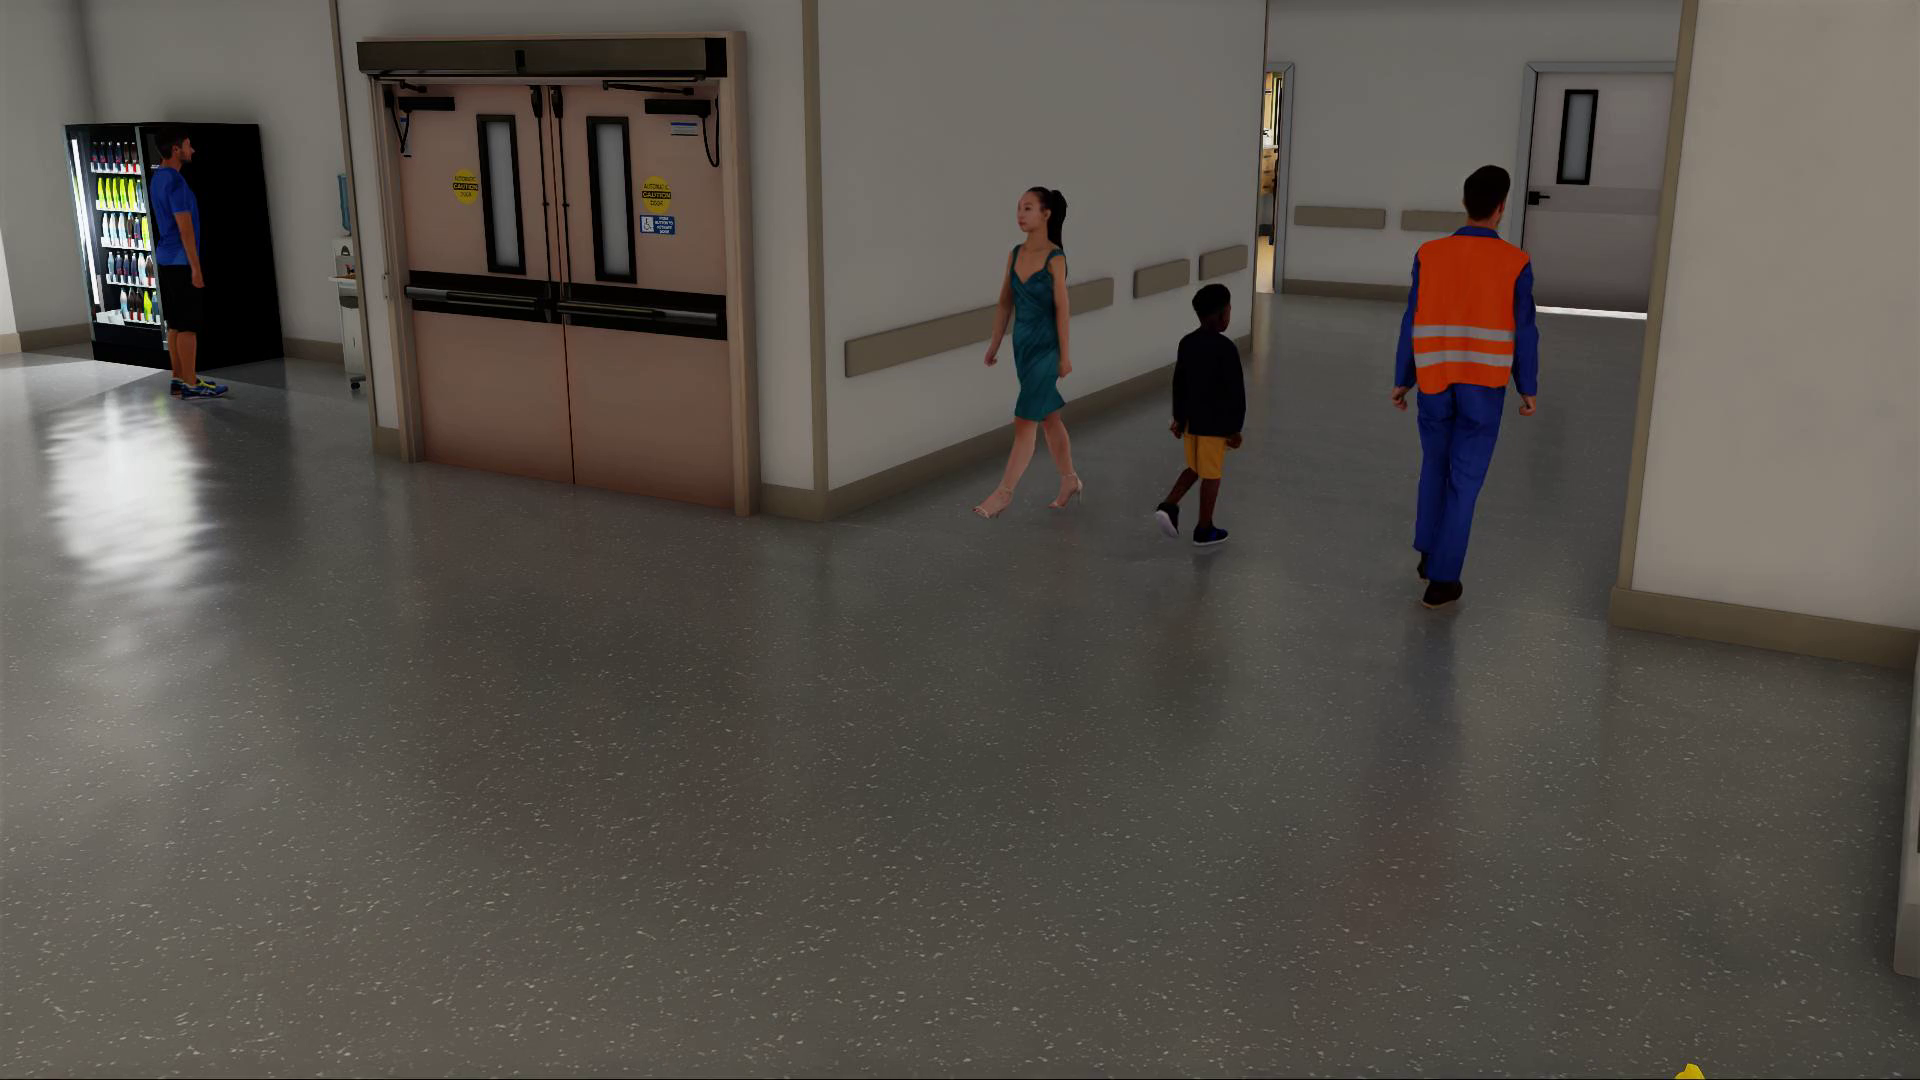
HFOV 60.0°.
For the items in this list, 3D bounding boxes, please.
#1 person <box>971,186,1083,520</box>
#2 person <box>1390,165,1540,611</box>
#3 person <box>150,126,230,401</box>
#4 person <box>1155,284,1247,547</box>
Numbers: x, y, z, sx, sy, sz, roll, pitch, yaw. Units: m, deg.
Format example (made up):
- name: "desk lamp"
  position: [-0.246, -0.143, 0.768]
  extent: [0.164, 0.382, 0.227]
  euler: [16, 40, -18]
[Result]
- name: "person"
  position: [0.460, -0.916, 8.407]
  extent: [0.885, 1.650, 1.001]
  euler: [-11, 19, -33]
- name: "person"
  position: [2.066, -0.607, 6.939]
  extent: [0.635, 1.851, 0.790]
  euler: [10, 18, 30]
- name: "person"
  position: [-5.447, -1.927, 11.600]
  extent: [0.728, 1.864, 0.596]
  euler: [-13, 20, -38]
- name: "person"
  position: [1.125, -0.577, 7.922]
  extent: [0.705, 1.260, 0.678]
  euler: [-12, 19, -35]
